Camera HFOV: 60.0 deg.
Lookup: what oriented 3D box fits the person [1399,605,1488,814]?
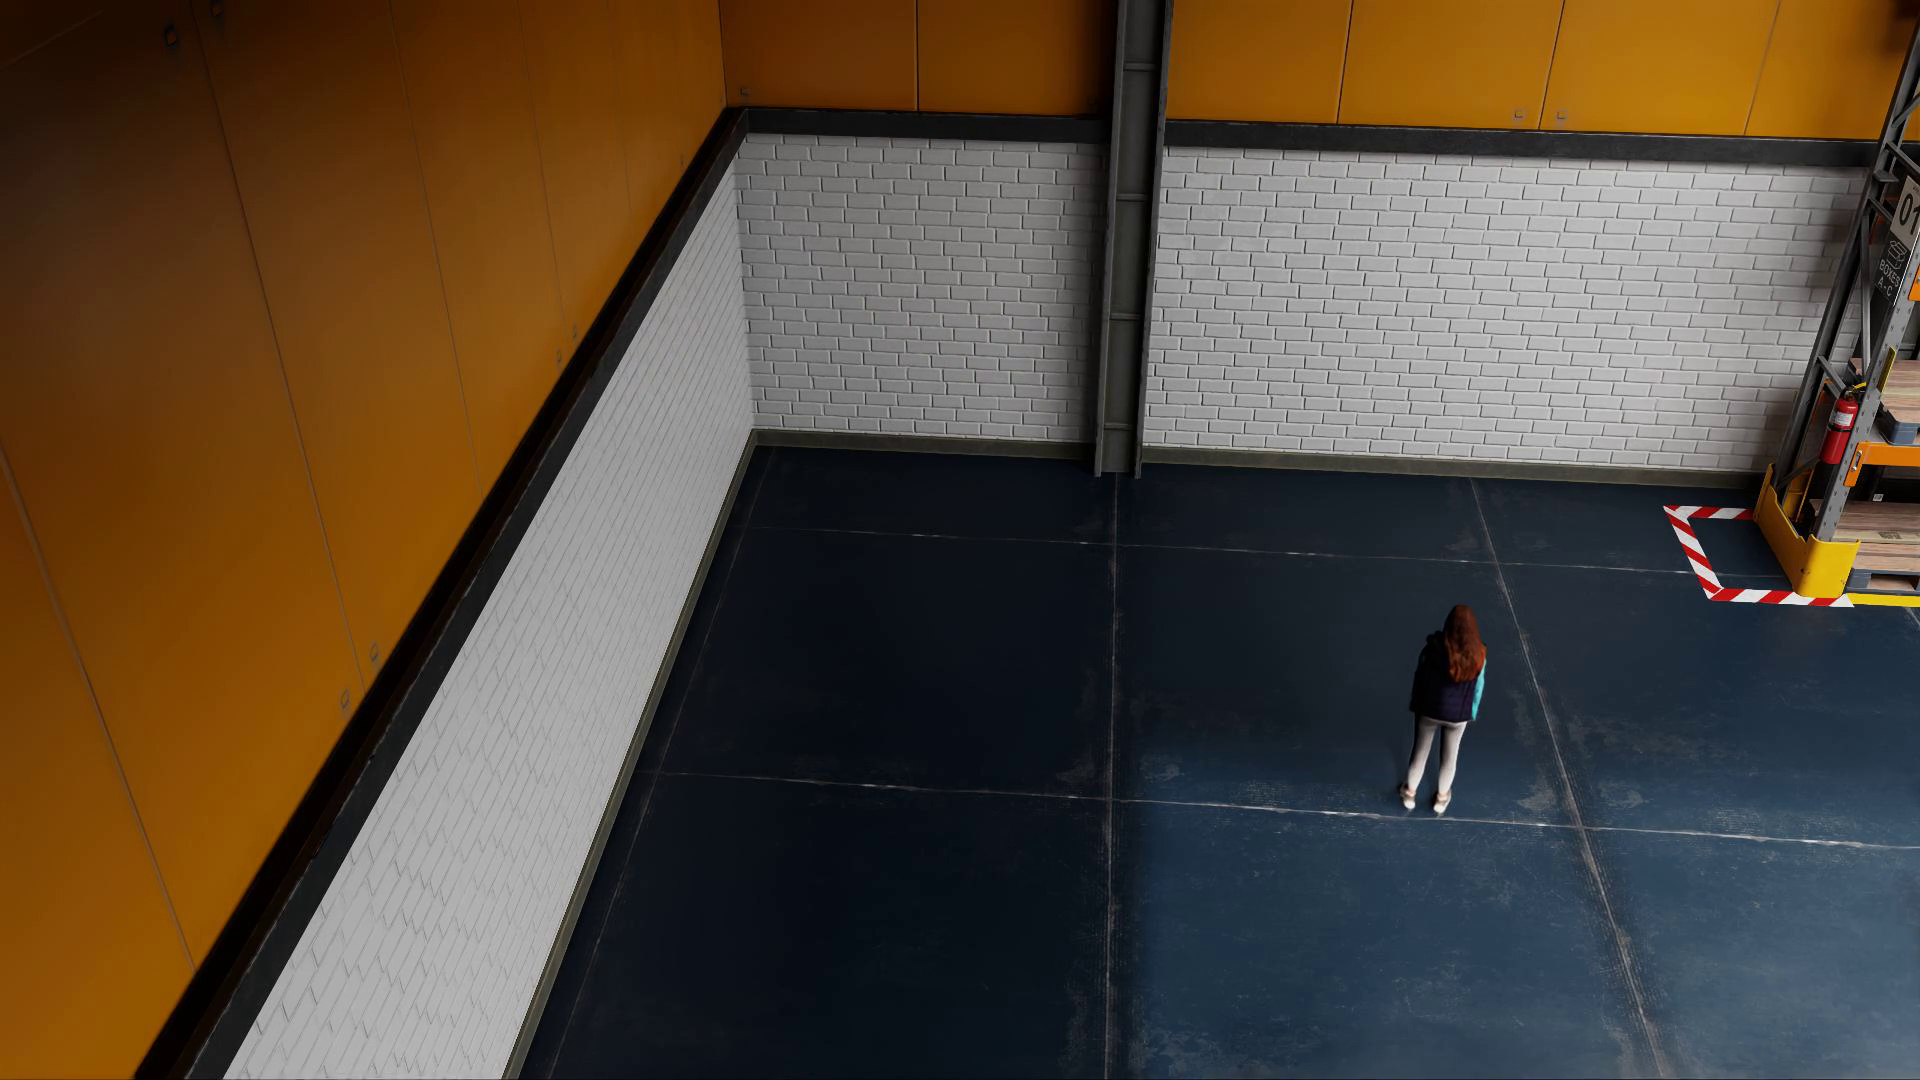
[{"bbox_3d":[3.028,1.059,10.425,0.555,1.494,0.671,8,34,12],"label":"person"}]
